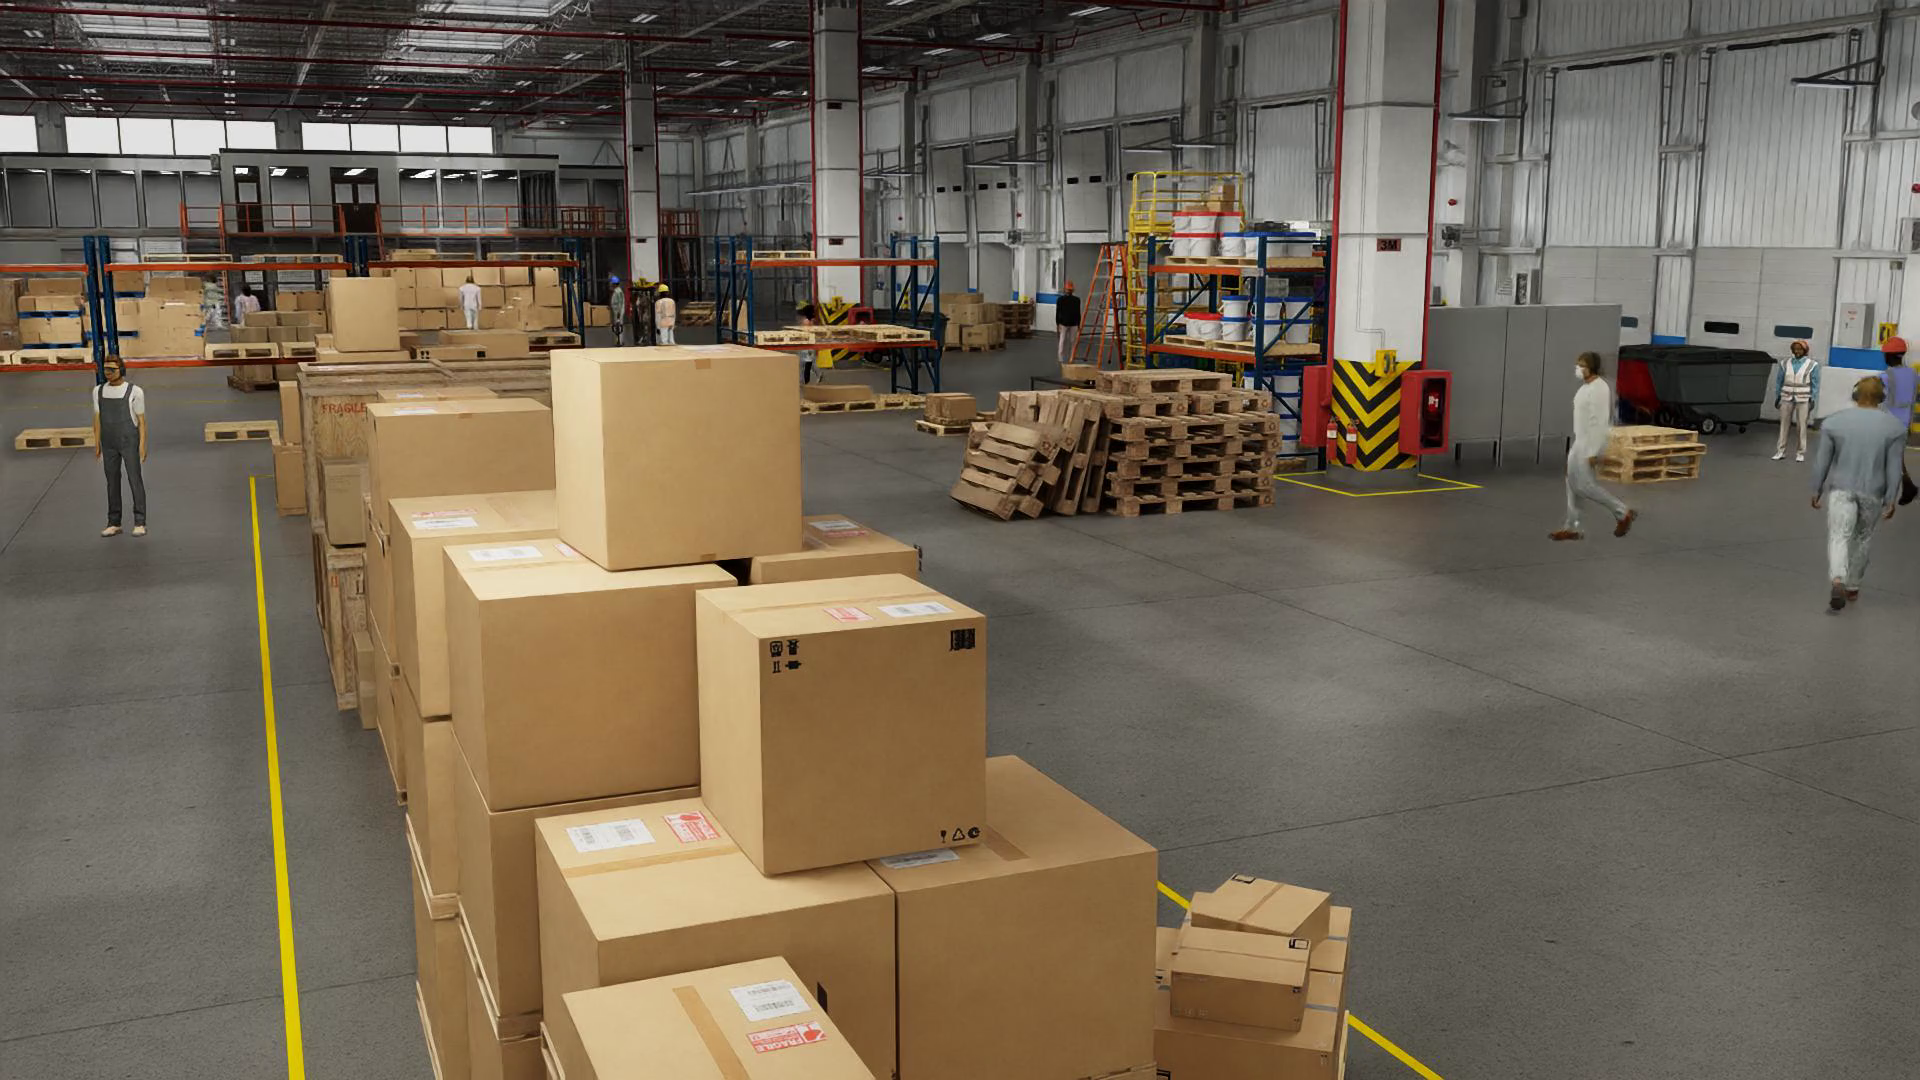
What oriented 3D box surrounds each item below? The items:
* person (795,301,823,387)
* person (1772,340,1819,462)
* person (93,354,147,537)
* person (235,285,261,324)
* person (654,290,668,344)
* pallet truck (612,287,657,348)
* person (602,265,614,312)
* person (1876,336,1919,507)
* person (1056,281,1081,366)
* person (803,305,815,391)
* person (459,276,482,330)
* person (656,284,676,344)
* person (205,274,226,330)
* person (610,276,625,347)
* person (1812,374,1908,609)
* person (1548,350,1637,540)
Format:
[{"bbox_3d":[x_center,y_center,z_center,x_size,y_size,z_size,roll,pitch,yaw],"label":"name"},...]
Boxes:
[{"bbox_3d":[-3.128,-3.992,33.824,0.746,1.740,0.528,-6,12,-29],"label":"person"},{"bbox_3d":[11.290,-1.880,22.471,0.523,1.639,0.306,9,14,42],"label":"person"},{"bbox_3d":[-8.459,-0.947,16.759,0.504,1.847,0.344,-1,10,-5],"label":"person"},{"bbox_3d":[-18.514,-5.731,43.261,0.929,1.810,0.625,6,12,30],"label":"person"},{"bbox_3d":[-7.623,-5.480,42.138,0.500,1.691,0.925,-7,13,-35],"label":"person"},{"bbox_3d":[-6.464,-4.406,35.401,0.823,1.965,1.885,6,12,32],"label":"pallet truck"},{"bbox_3d":[-14.102,-10.092,66.800,0.639,1.973,0.636,7,12,32],"label":"person"},{"bbox_3d":[10.367,-1.296,18.467,0.570,1.925,0.555,-3,11,-16],"label":"person"},{"bbox_3d":[2.565,-5.098,39.224,0.617,1.993,0.396,-2,11,-13],"label":"person"},{"bbox_3d":[-2.962,-3.788,32.823,0.318,1.699,0.535,0,10,0],"label":"person"},{"bbox_3d":[-14.523,-6.880,49.362,0.632,1.884,1.004,-4,11,-19],"label":"person"},{"bbox_3d":[-6.947,-5.059,39.238,0.407,1.918,0.587,7,12,32],"label":"person"},{"bbox_3d":[-24.566,-7.804,54.602,0.679,1.827,0.625,-8,13,-38],"label":"person"},{"bbox_3d":[-9.510,-6.346,46.244,0.402,1.944,0.605,-3,11,-15],"label":"person"},{"bbox_3d":[7.291,-0.386,13.505,0.641,1.910,0.894,5,11,25],"label":"person"},{"bbox_3d":[6.269,-0.913,16.400,0.712,1.919,0.629,1,10,8],"label":"person"}]
